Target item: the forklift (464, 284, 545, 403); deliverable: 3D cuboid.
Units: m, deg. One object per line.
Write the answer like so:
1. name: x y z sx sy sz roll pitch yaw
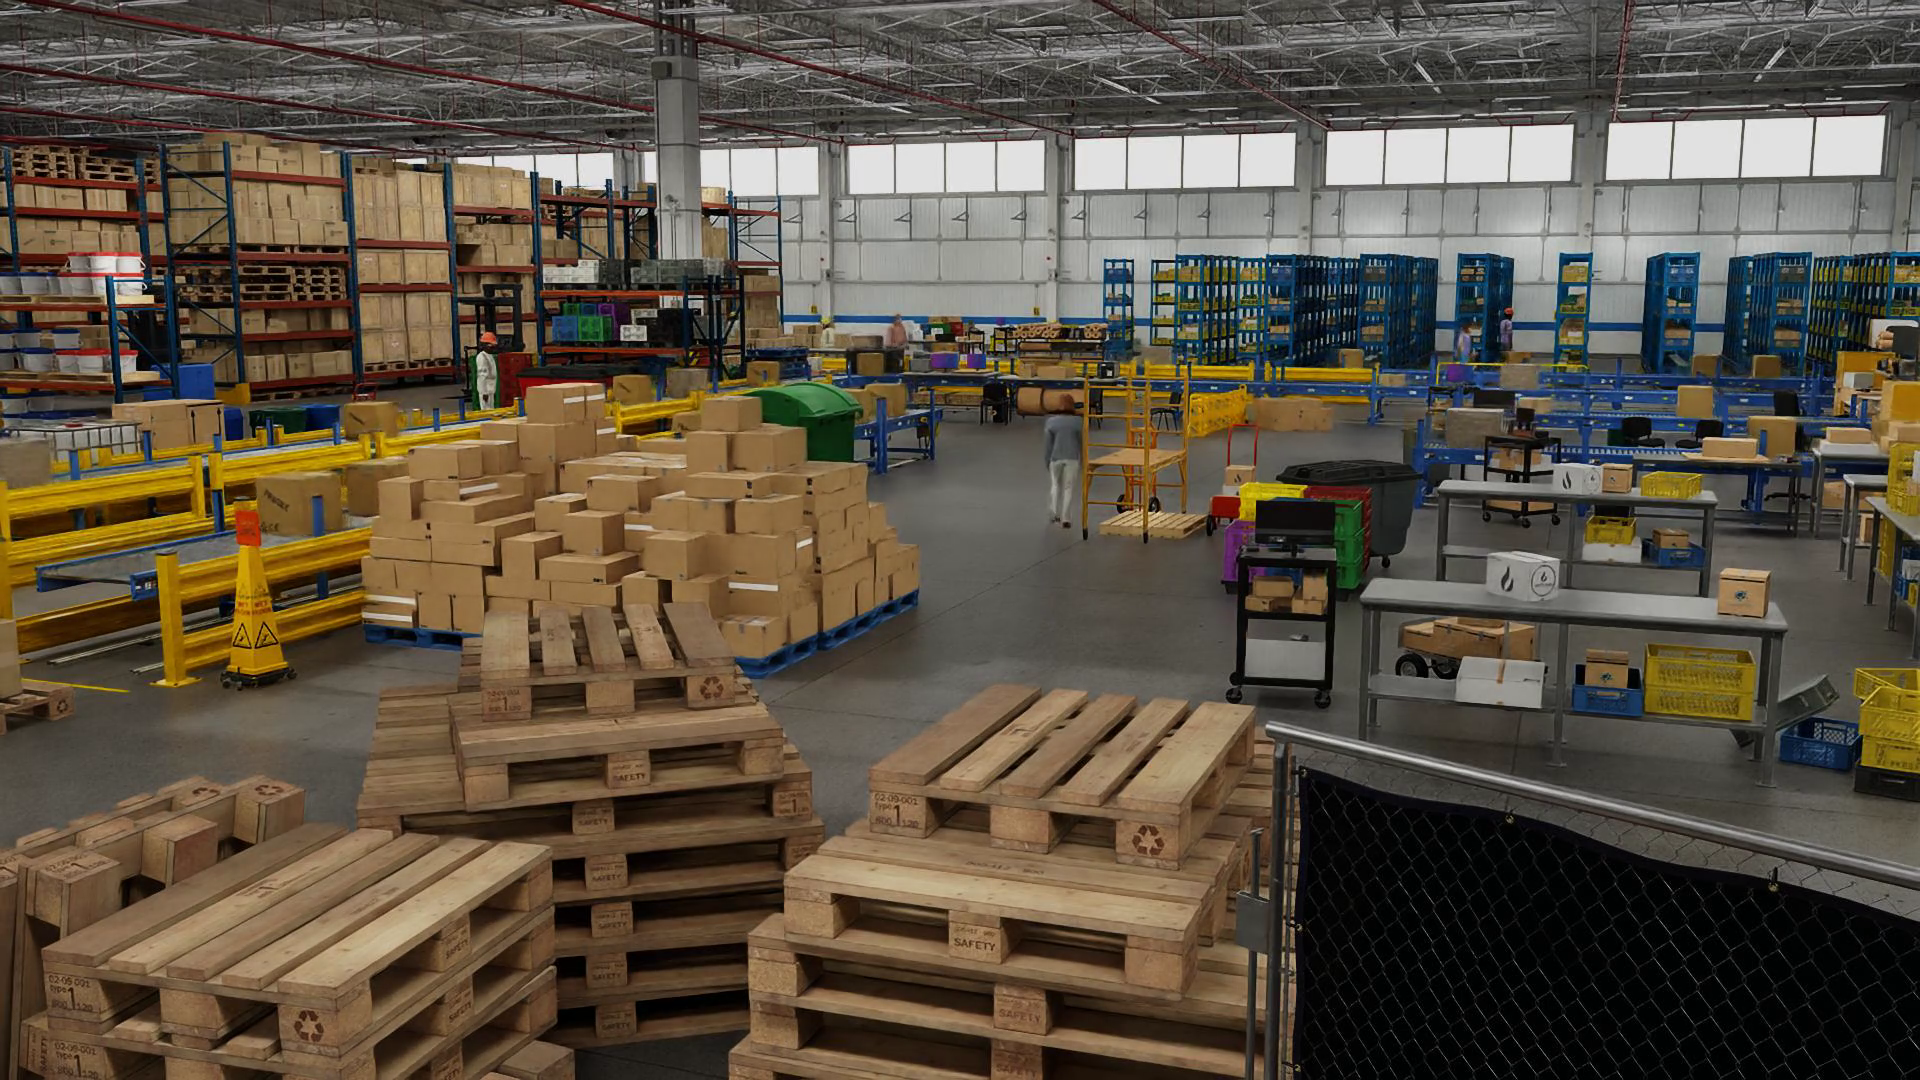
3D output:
1. forklift: -10.832 -4.702 39.610 1.129 2.768 1.873 3 10 20

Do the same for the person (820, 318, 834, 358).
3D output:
1. person: -3.838 -5.469 47.768 0.434 1.817 0.597 5 10 28

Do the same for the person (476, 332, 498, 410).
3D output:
1. person: -8.265 -2.622 29.191 0.394 2.037 0.605 0 9 -1

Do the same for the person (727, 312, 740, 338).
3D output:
1. person: -8.103 -7.257 59.264 0.554 1.716 0.895 3 10 18

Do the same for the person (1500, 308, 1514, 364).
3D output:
1. person: 16.580 -6.001 50.388 0.372 2.044 0.608 -2 9 -9

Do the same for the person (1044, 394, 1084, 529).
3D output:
1. person: 1.281 -0.955 20.061 0.500 1.609 0.694 2 9 12

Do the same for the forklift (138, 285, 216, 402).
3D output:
1. forklift: -17.480 -4.200 36.461 1.873 2.768 1.129 3 10 19

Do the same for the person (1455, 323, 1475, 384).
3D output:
1. person: 12.968 -4.671 42.720 0.495 1.823 0.586 5 10 29

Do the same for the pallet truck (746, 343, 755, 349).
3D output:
1. pallet truck: -6.183 -4.618 44.264 1.601 1.201 0.680 -9 12 -43

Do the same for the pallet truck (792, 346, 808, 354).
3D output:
1. pallet truck: -3.705 -4.298 42.022 0.653 1.274 1.630 3 10 20

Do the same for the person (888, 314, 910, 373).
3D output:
1. person: -1.889 -5.869 50.143 0.976 1.867 0.646 7 11 38
